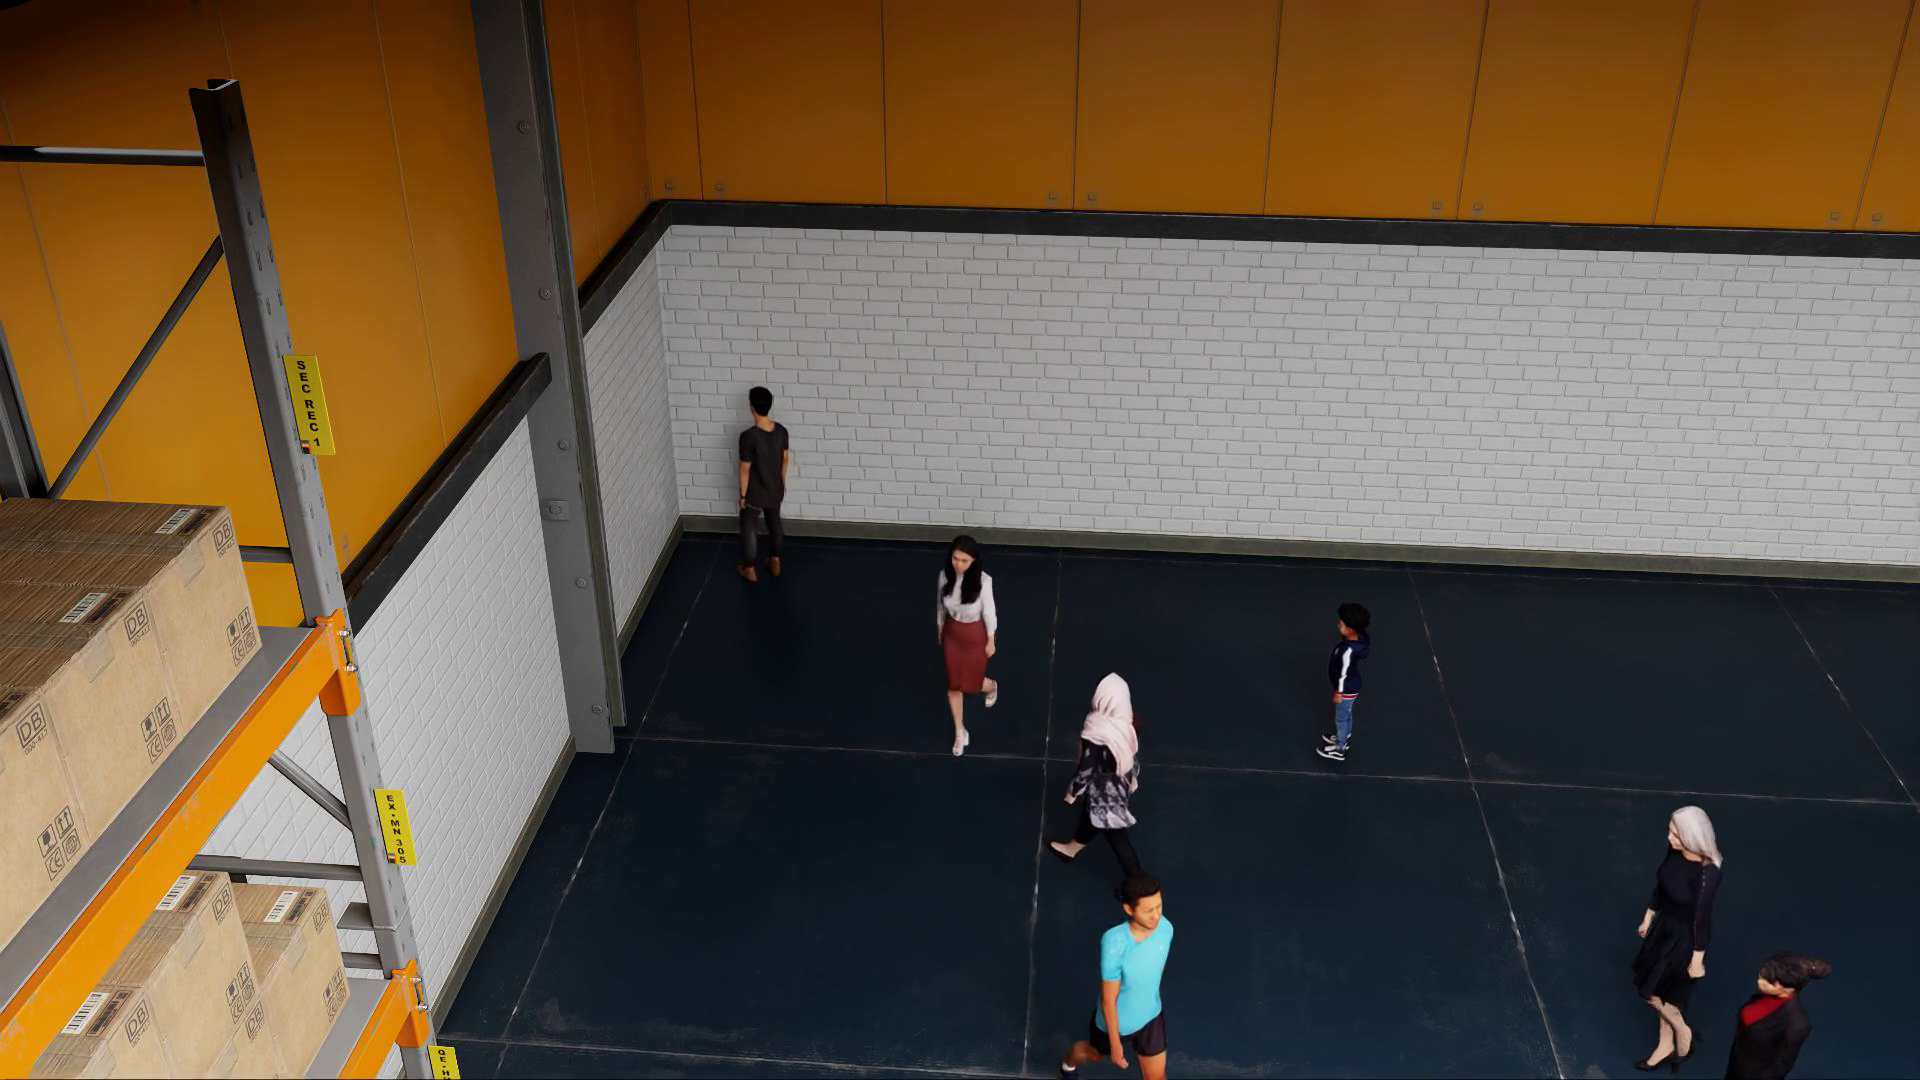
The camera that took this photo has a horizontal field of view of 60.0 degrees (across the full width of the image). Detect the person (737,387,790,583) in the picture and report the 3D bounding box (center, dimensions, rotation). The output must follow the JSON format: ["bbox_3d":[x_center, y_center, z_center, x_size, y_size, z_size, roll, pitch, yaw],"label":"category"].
[{"bbox_3d":[-1.613,-0.438,13.821,0.770,1.708,0.817,-20,35,-32],"label":"person"}]

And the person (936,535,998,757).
[{"bbox_3d":[0.085,0.698,11.714,0.794,1.731,0.940,14,32,25],"label":"person"}]

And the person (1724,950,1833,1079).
[{"bbox_3d":[3.966,2.682,8.186,0.610,1.625,0.621,4,29,6],"label":"person"}]

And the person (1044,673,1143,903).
[{"bbox_3d":[0.978,1.579,10.246,1.033,1.589,1.115,18,34,30],"label":"person"}]

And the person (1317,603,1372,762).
[{"bbox_3d":[2.720,0.988,11.714,0.628,1.222,0.498,11,30,19],"label":"person"}]

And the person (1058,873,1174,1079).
[{"bbox_3d":[0.792,2.409,8.577,1.082,1.730,1.262,-16,33,-27],"label":"person"}]

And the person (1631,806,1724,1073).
[{"bbox_3d":[3.962,2.175,9.009,0.714,1.728,0.675,-2,29,-3],"label":"person"}]
